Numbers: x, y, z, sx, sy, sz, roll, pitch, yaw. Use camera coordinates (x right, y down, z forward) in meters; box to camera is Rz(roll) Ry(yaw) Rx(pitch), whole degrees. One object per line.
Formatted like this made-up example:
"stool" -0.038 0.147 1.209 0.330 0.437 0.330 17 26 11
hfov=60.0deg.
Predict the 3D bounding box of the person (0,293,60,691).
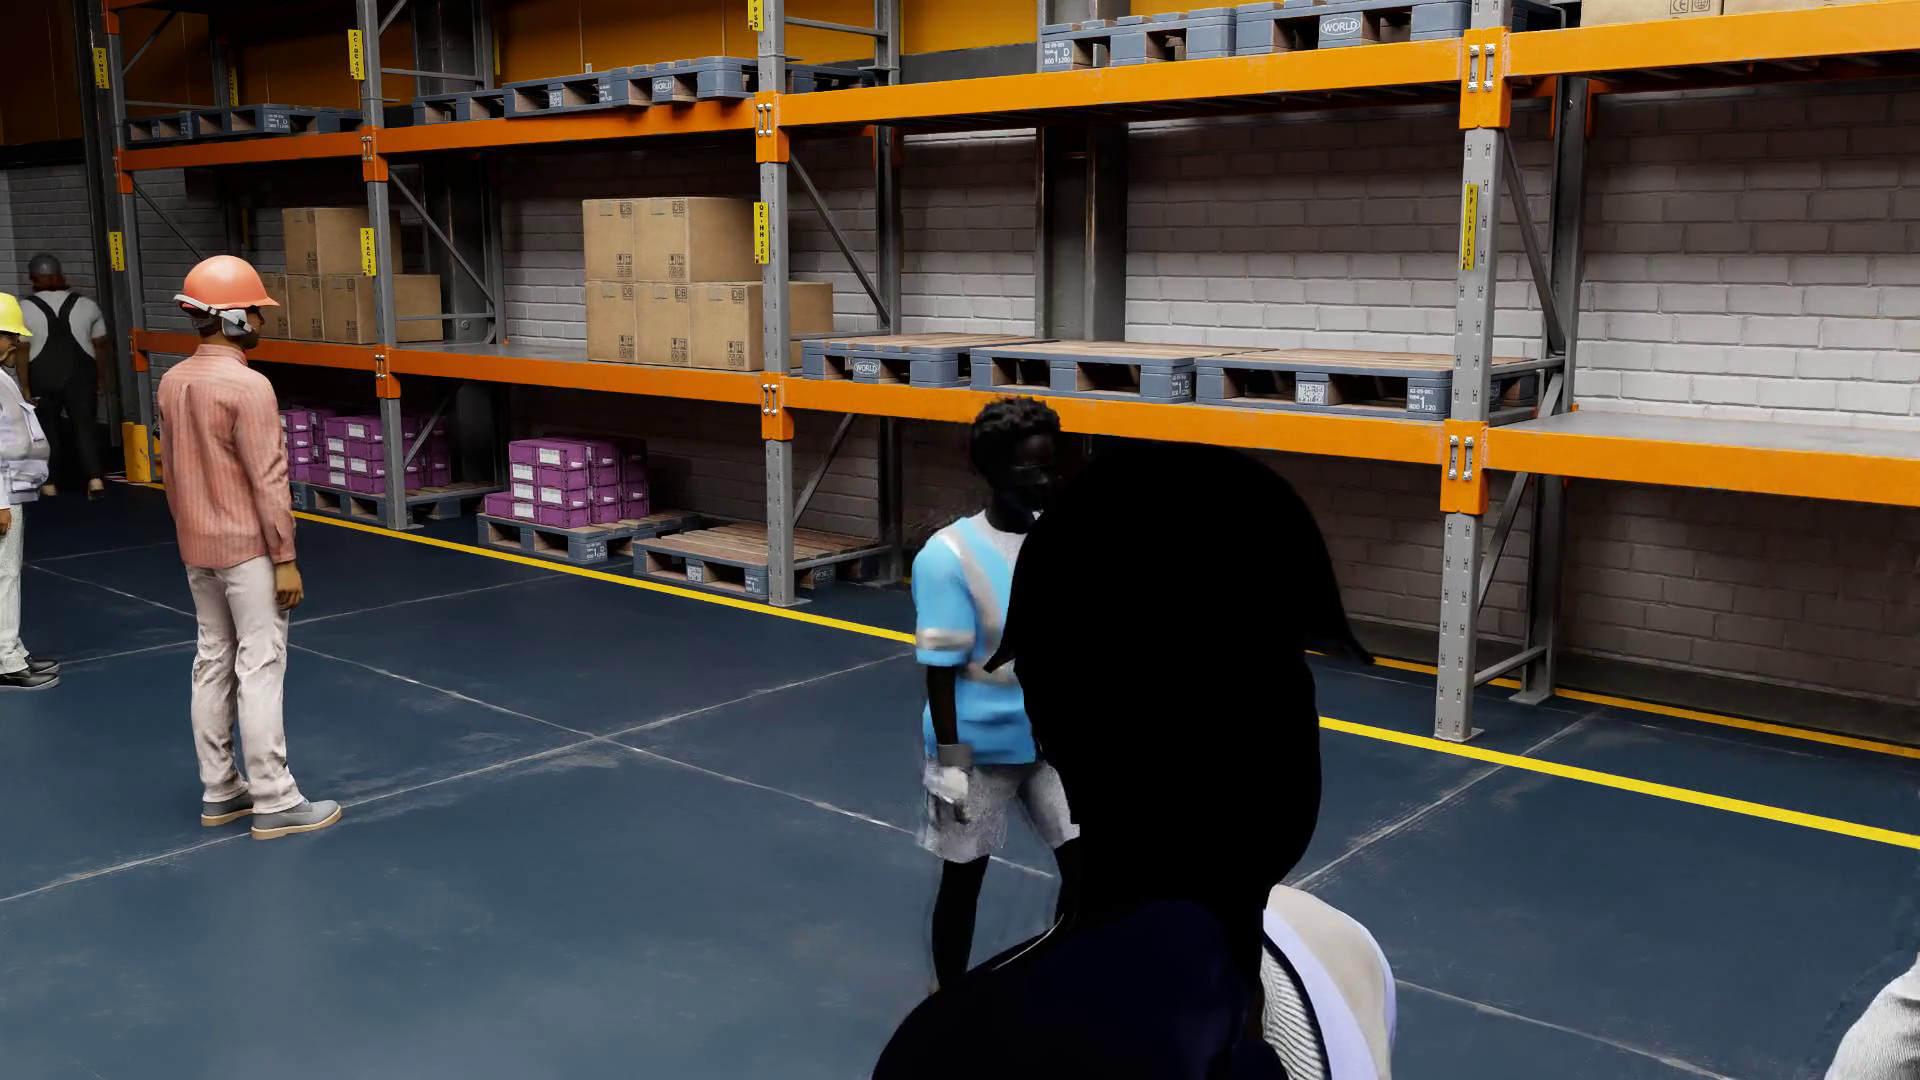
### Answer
"person" -4.404 -0.221 7.660 0.403 1.822 0.589 -5 11 -25

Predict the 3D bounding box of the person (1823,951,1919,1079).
"person" 2.085 0.558 3.070 0.619 1.882 1.014 -8 13 -39

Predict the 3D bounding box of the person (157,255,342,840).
"person" -2.479 0.031 5.732 0.610 1.996 0.379 7 12 33

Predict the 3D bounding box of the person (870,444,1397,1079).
"person" 0.138 0.874 1.098 0.361 1.938 0.545 8 13 39

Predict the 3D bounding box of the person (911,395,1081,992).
"person" 0.163 0.505 3.935 0.547 1.679 0.662 -7 12 -35

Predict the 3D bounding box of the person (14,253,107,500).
"person" -7.228 -1.338 13.397 0.696 2.000 1.007 -7 12 -36
